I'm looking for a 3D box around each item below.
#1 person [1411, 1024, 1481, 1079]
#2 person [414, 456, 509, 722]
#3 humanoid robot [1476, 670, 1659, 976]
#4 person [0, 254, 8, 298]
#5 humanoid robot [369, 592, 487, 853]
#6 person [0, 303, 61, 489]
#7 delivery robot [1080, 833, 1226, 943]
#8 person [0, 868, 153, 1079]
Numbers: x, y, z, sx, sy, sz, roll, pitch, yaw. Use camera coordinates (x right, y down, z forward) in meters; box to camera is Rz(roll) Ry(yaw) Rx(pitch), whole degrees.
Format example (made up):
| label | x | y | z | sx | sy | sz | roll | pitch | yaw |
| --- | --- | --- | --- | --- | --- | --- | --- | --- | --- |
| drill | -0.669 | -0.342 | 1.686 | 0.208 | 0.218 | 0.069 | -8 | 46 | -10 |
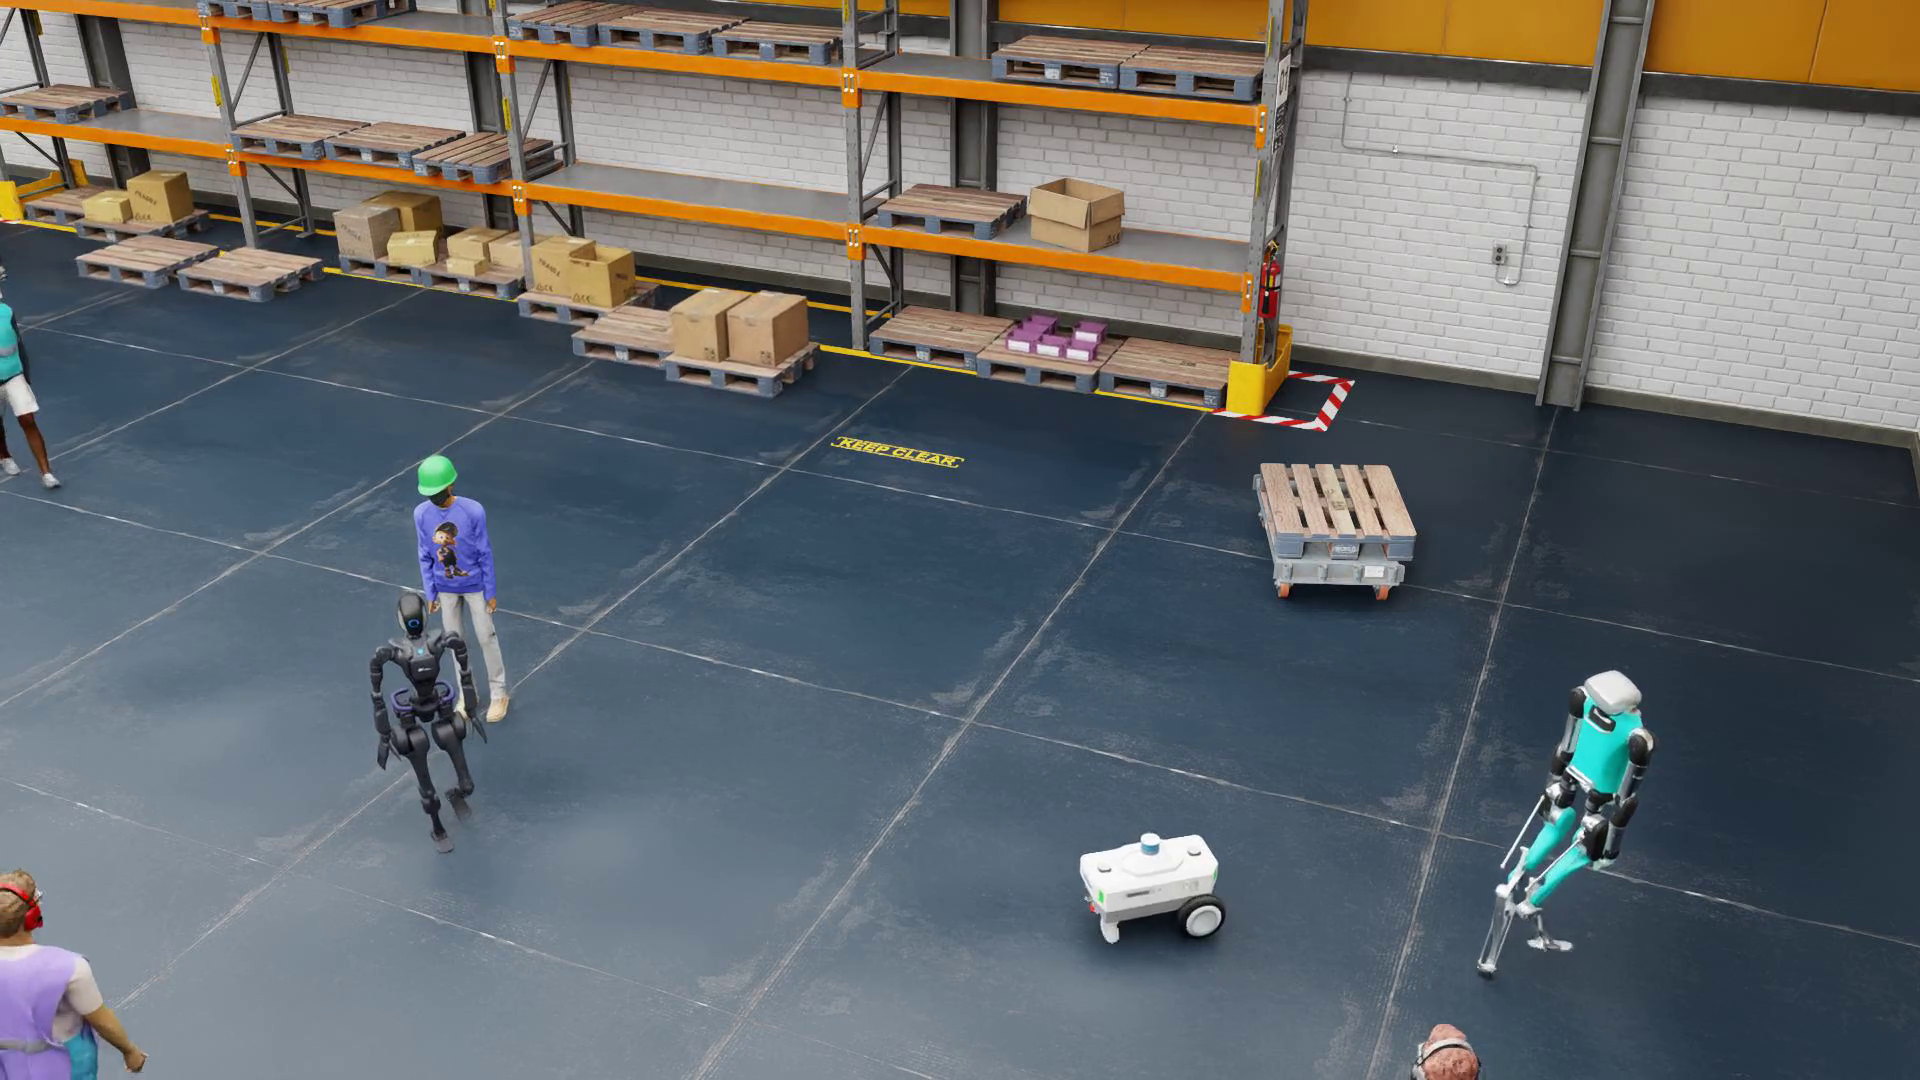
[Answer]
| label | x | y | z | sx | sy | sz | roll | pitch | yaw |
| --- | --- | --- | --- | --- | --- | --- | --- | --- | --- |
| person | 1.722 | 2.549 | 6.260 | 0.661 | 1.847 | 1.011 | -2 | 27 | -4 |
| person | -3.193 | 0.310 | 10.602 | 0.470 | 1.861 | 0.371 | 1 | 27 | 2 |
| humanoid robot | 2.961 | 1.541 | 8.441 | 0.800 | 1.852 | 0.561 | -12 | 30 | -22 |
| person | -9.680 | -2.667 | 16.252 | 0.612 | 1.964 | 0.361 | -13 | 30 | -23 |
| humanoid robot | -3.025 | 1.015 | 9.423 | 0.609 | 1.644 | 0.386 | -15 | 31 | -26 |
| person | -7.946 | -1.334 | 13.750 | 0.553 | 1.888 | 0.985 | -23 | 35 | -37 |
| delivery robot | 1.031 | 1.850 | 9.024 | 0.747 | 0.586 | 0.521 | -7 | 28 | -14 |
| person | -3.795 | 2.141 | 7.104 | 0.590 | 1.796 | 0.934 | 4 | 28 | 8 |
